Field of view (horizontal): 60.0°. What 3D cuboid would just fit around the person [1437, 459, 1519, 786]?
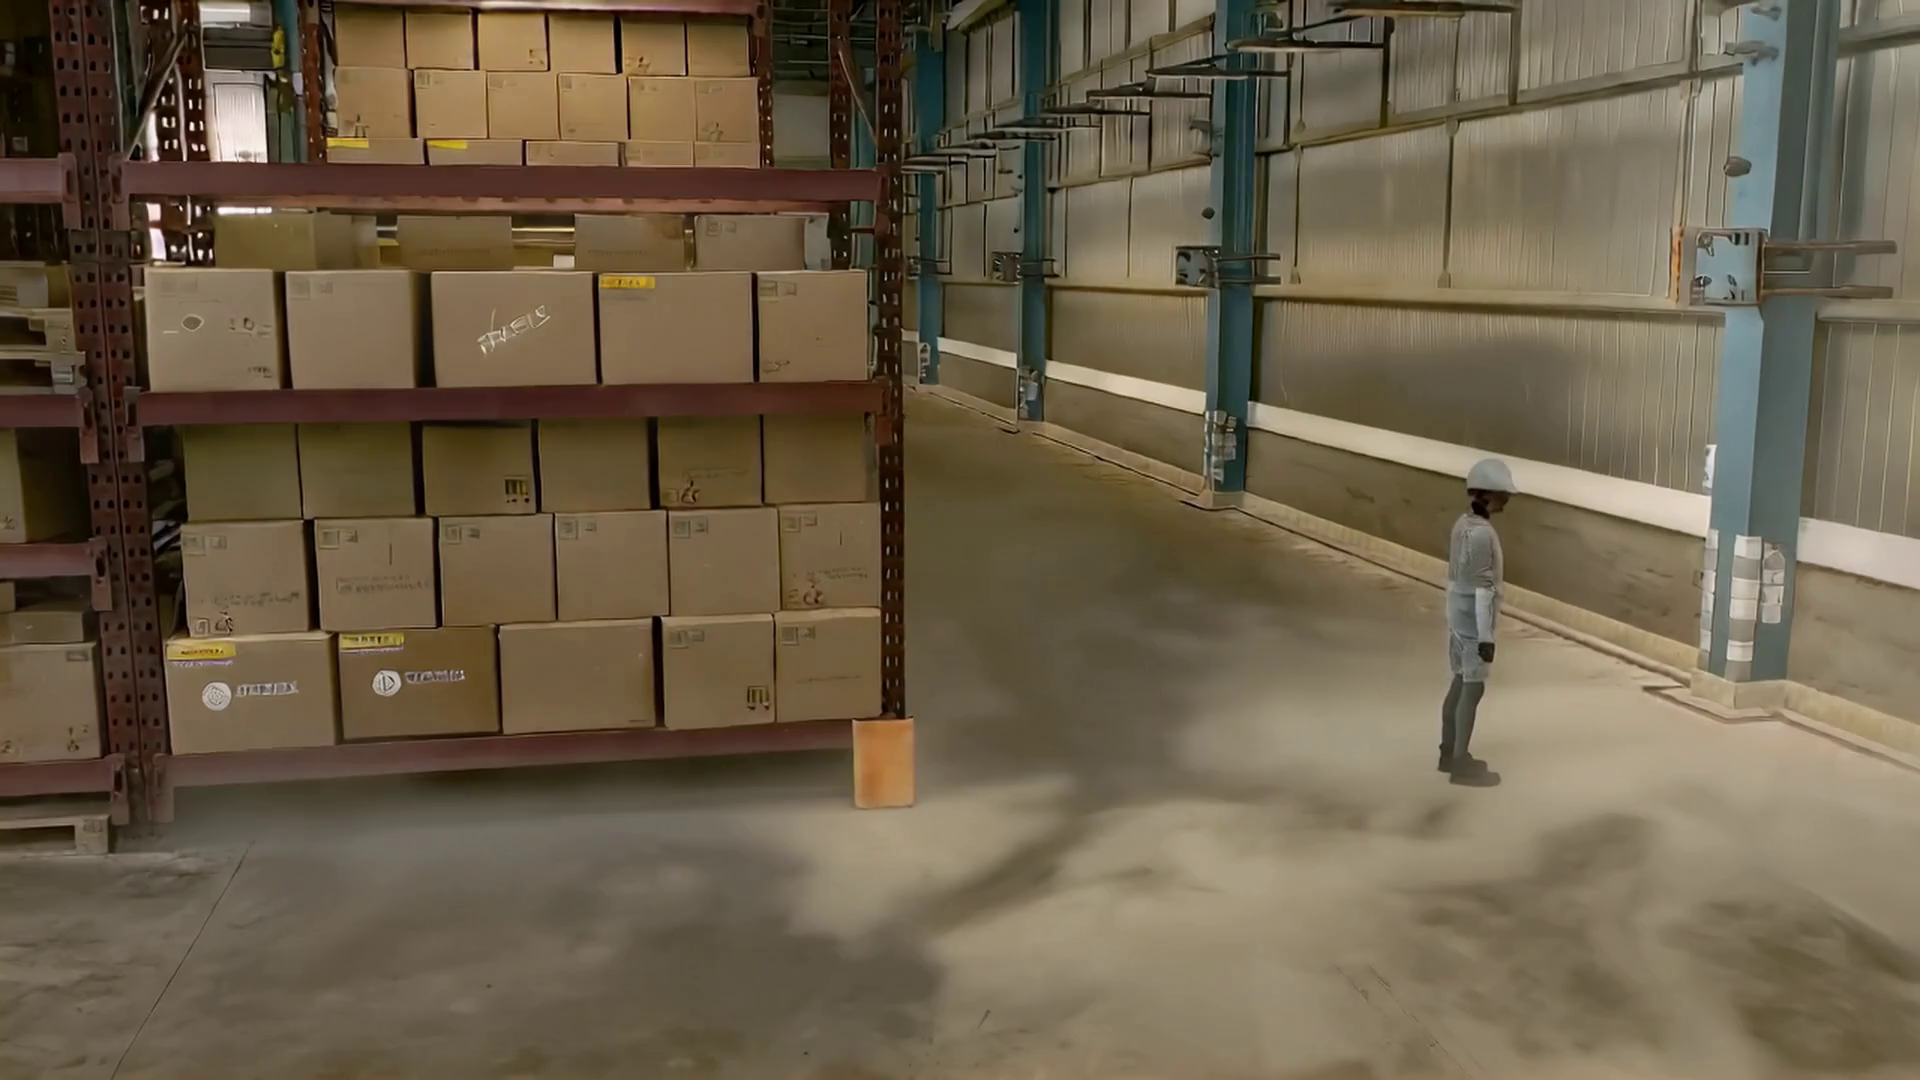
[{"bbox_3d":[3.049,0.482,9.779,0.383,1.930,0.540,1,9,5],"label":"person"}]

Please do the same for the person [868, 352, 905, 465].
[{"bbox_3d":[-1.161,-2.050,25.640,0.599,1.774,0.948,-1,9,-9],"label":"person"}]

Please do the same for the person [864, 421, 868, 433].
[{"bbox_3d":[-1.648,-1.642,23.164,0.693,1.784,0.928,4,10,21],"label":"person"}]
